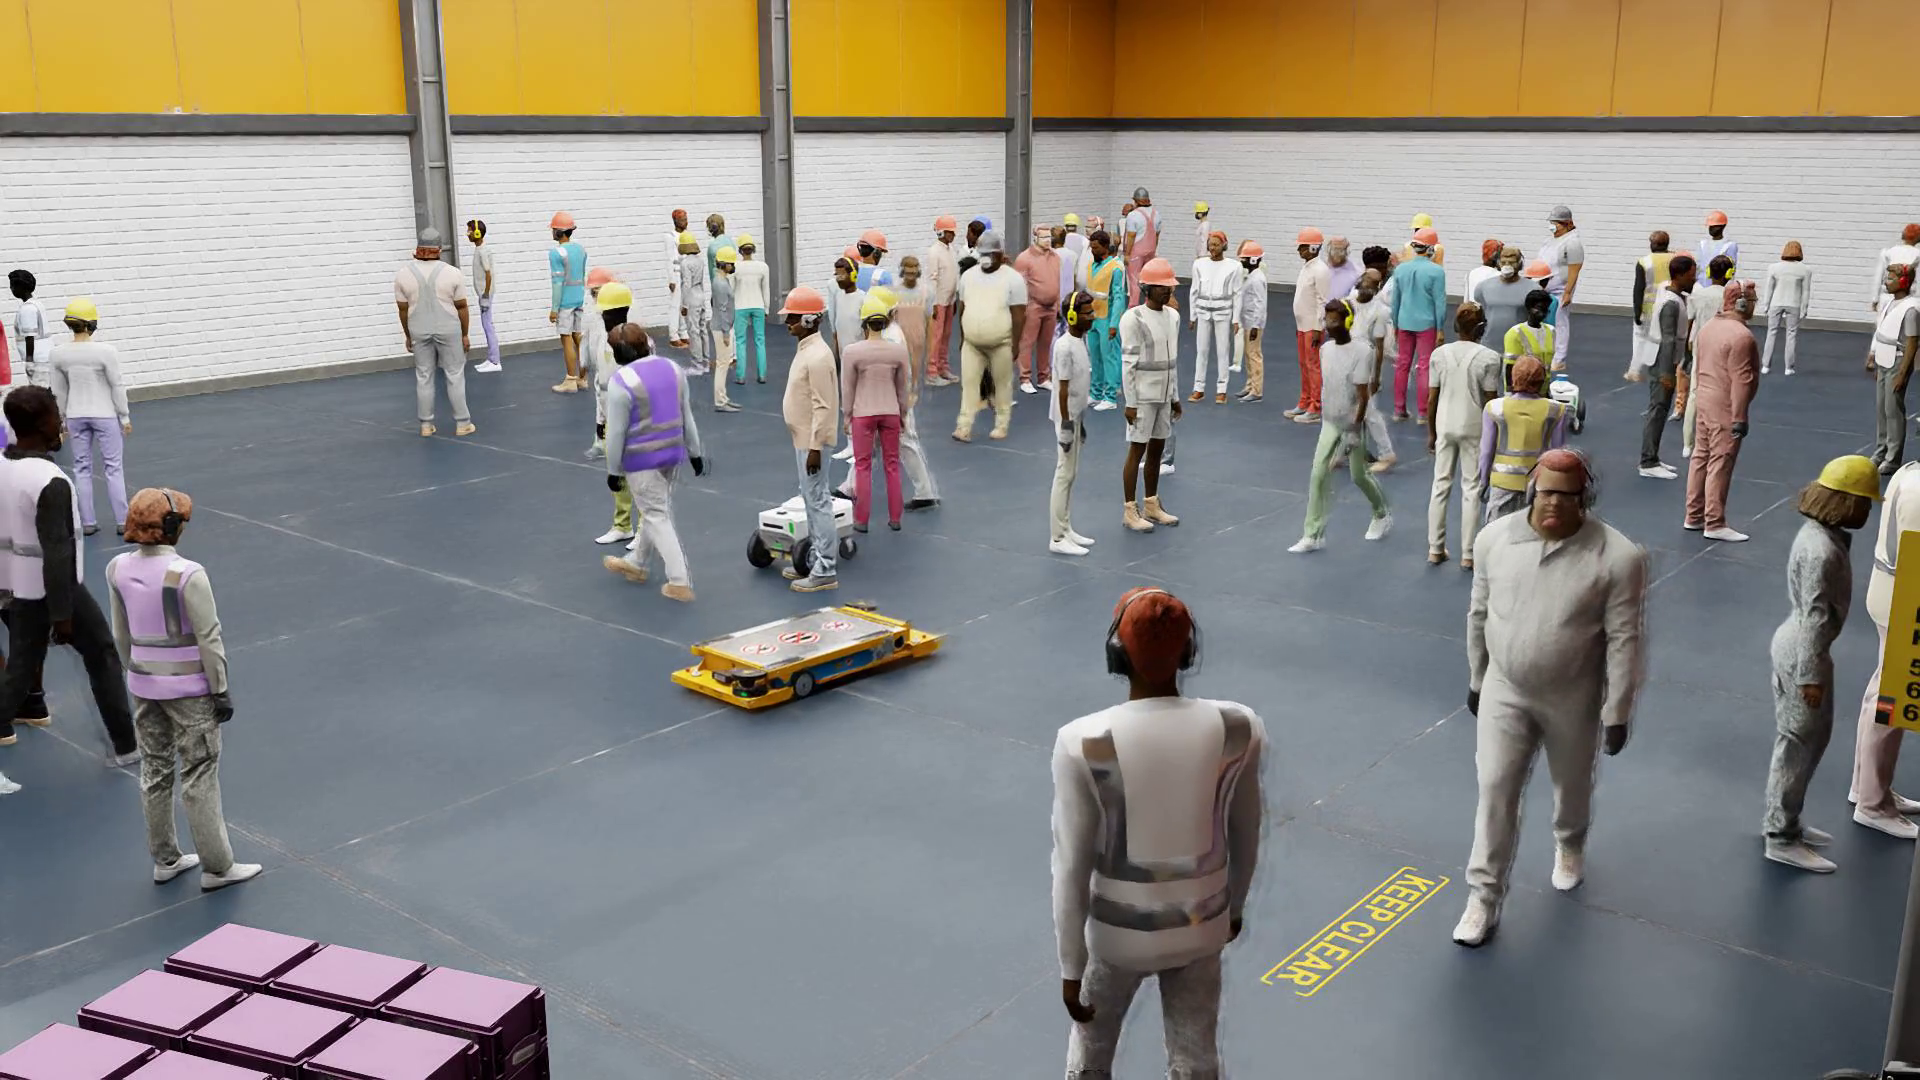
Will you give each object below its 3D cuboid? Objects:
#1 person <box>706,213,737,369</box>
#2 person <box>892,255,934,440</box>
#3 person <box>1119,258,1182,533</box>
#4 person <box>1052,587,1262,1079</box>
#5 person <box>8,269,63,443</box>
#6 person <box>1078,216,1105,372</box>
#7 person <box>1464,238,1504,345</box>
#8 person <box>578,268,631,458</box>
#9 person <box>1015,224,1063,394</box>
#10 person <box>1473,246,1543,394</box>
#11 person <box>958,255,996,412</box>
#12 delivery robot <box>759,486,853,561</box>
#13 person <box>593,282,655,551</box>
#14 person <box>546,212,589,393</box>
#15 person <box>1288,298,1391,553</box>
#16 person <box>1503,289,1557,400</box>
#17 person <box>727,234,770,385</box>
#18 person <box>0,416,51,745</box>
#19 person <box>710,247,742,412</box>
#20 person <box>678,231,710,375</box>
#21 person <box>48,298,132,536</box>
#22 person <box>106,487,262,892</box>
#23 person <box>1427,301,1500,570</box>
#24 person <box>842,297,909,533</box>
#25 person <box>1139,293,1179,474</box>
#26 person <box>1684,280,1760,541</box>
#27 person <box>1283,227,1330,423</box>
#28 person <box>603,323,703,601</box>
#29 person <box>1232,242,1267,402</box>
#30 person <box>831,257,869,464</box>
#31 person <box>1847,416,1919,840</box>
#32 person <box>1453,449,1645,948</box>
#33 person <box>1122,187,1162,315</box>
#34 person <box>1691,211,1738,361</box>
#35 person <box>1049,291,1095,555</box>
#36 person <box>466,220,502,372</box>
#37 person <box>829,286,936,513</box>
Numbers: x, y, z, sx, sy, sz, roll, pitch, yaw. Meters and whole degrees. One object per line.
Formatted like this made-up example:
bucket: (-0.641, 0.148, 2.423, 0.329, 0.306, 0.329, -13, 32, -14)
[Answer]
person: (-2.977, -3.105, 20.799, 0.352, 1.931, 0.635, 2, 14, 9)
person: (-0.528, -1.909, 16.347, 0.520, 1.794, 0.988, -3, 14, -12)
person: (1.459, -1.087, 12.514, 0.374, 2.044, 0.605, 14, 19, 43)
person: (0.504, 1.016, 4.498, 0.598, 1.840, 0.956, -2, 14, -9)
person: (-8.725, -1.708, 15.718, 0.319, 1.687, 0.539, -5, 15, -19)
person: (1.652, -3.038, 20.584, 0.408, 1.909, 0.638, -6, 15, -22)
person: (5.347, -2.116, 16.943, 0.353, 1.887, 0.572, -5, 15, -19)
person: (-3.324, -1.616, 15.256, 0.597, 1.721, 0.790, 11, 18, 37)
person: (0.929, -2.636, 18.981, 0.643, 1.908, 0.399, -11, 18, -38)
person: (4.978, -1.714, 15.229, 0.629, 1.940, 0.379, 7, 15, 24)
person: (0.186, -2.200, 17.718, 0.403, 1.662, 0.640, 2, 14, 6)
delivery robot: (-1.063, -0.134, 11.531, 0.477, 0.478, 0.707, 10, 17, 34)
person: (-2.414, -0.881, 11.930, 0.619, 1.922, 0.390, 11, 18, 37)
person: (-4.484, -2.704, 18.965, 0.366, 2.048, 0.607, 5, 15, 19)
person: (2.801, -0.837, 11.991, 0.951, 1.827, 0.506, -12, 18, -39)
person: (4.719, -1.237, 13.824, 0.537, 1.691, 0.320, -7, 16, -26)
person: (-2.492, -2.710, 19.580, 0.517, 1.761, 0.334, -6, 15, -22)
person: (-4.822, 0.042, 8.165, 0.374, 1.962, 0.608, 3, 14, 12)
person: (-2.487, -2.232, 17.677, 0.344, 1.756, 0.532, -2, 14, -8)
person: (-3.285, -2.895, 20.351, 0.316, 1.741, 0.488, 4, 15, 17)
person: (-6.422, -0.903, 12.339, 0.522, 1.769, 0.317, 0, 14, -1)
person: (-3.110, 0.597, 6.601, 0.513, 1.640, 0.311, 5, 15, 20)
person: (3.449, -0.713, 11.418, 0.507, 1.847, 0.343, 11, 18, 38)
person: (-0.635, -0.933, 12.480, 0.518, 1.756, 0.345, -5, 15, -19)
person: (1.753, -1.391, 14.560, 0.279, 1.633, 0.498, -2, 14, -10)
person: (5.657, -0.958, 12.275, 0.400, 1.910, 0.643, 0, 14, 0)
person: (3.571, -2.200, 17.057, 0.396, 1.992, 0.623, -1, 14, -6)
person: (-2.060, -0.517, 10.764, 0.879, 1.784, 0.697, 9, 17, 32)
person: (3.203, -2.403, 18.359, 0.342, 1.751, 0.564, 0, 14, 2)
person: (-0.978, -1.622, 15.038, 0.338, 1.858, 0.522, -11, 18, -39)
person: (4.110, 0.316, 7.158, 0.374, 1.919, 0.585, 7, 16, 25)
person: (2.251, 0.553, 6.358, 0.657, 1.856, 1.018, 8, 16, 30)
person: (2.854, -4.622, 26.643, 0.688, 2.000, 0.539, -11, 18, -37)
person: (9.634, -3.238, 21.323, 0.379, 1.937, 0.548, -8, 16, -29)
person: (0.811, -0.841, 11.880, 0.333, 1.872, 0.515, 4, 15, 14)
person: (-5.898, -3.017, 20.578, 0.309, 1.868, 0.535, -5, 15, -19)
person: (-0.627, -1.083, 13.025, 0.932, 1.785, 0.601, -2, 14, -6)
